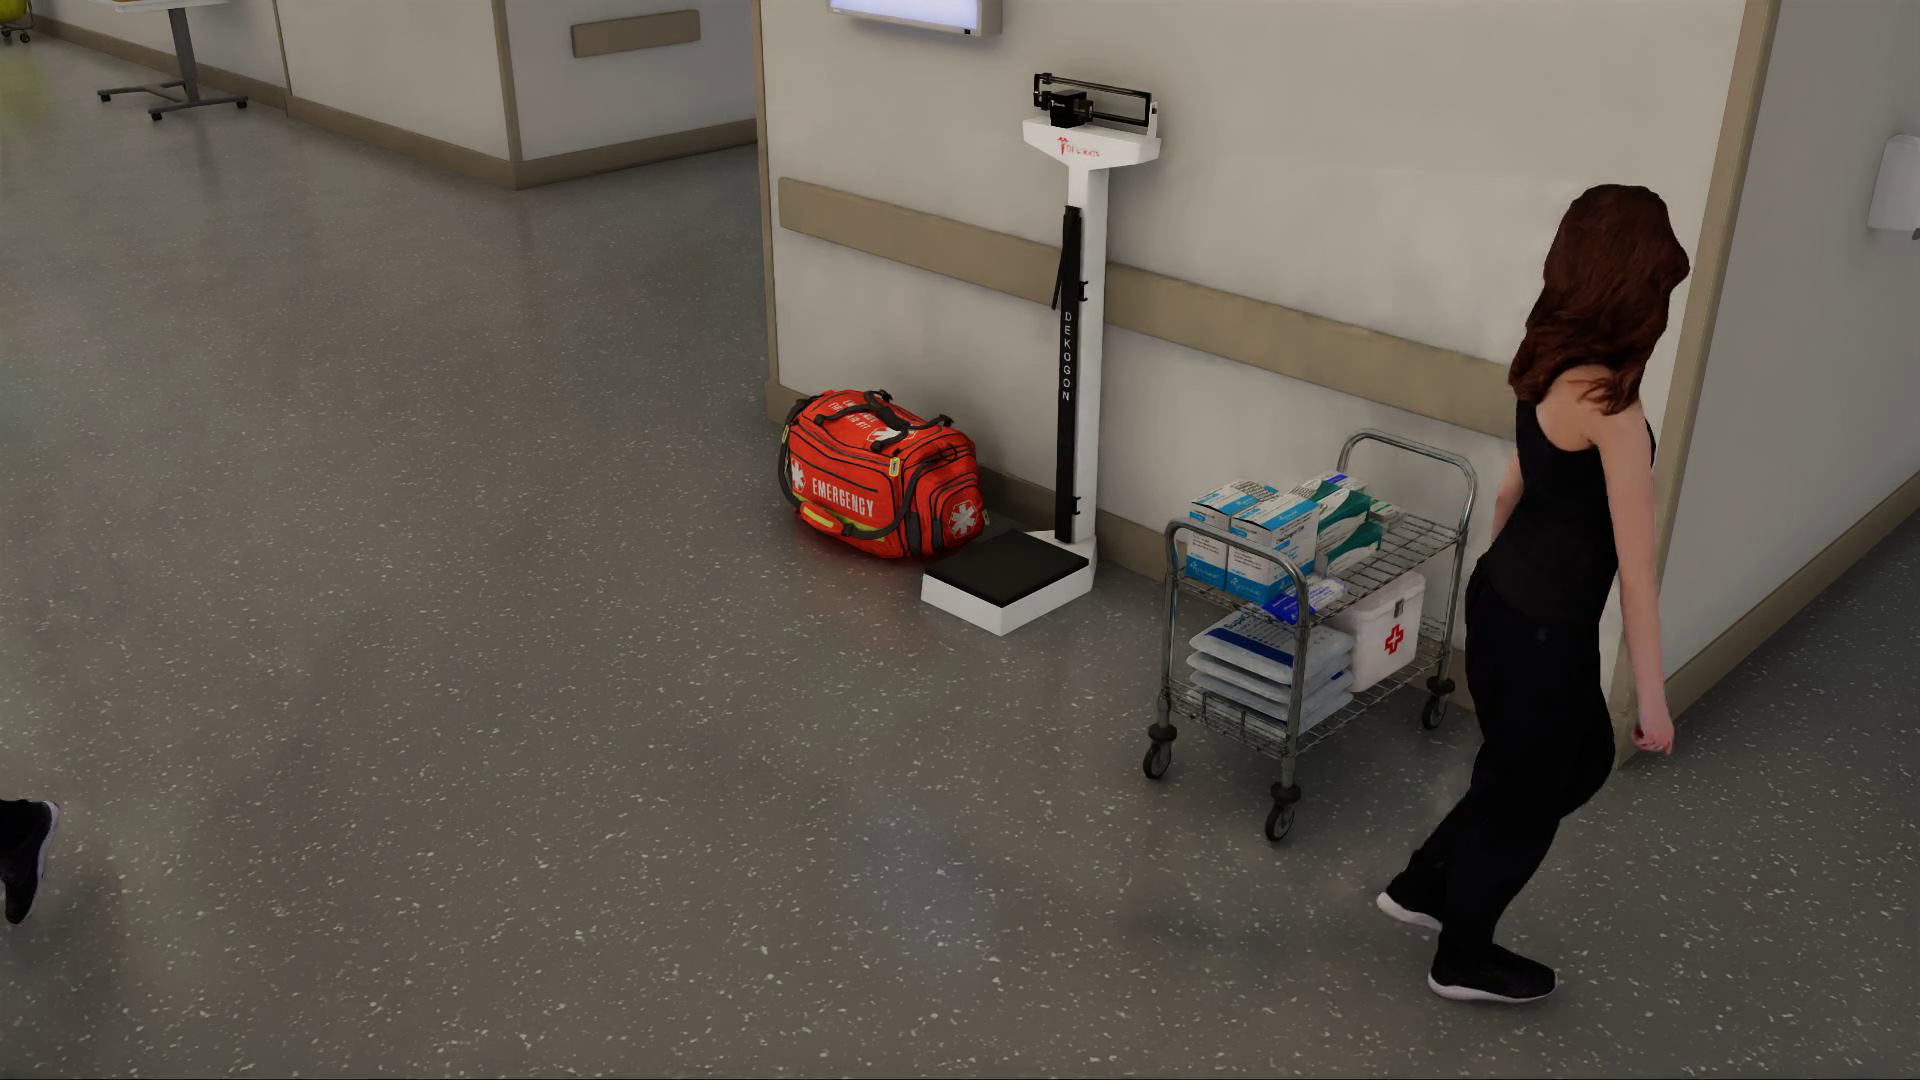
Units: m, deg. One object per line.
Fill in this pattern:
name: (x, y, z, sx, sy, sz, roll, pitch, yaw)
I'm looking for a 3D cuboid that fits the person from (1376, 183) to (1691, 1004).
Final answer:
person: (1.038, 0.176, 3.266, 0.790, 1.726, 0.733, 2, 26, 3)
